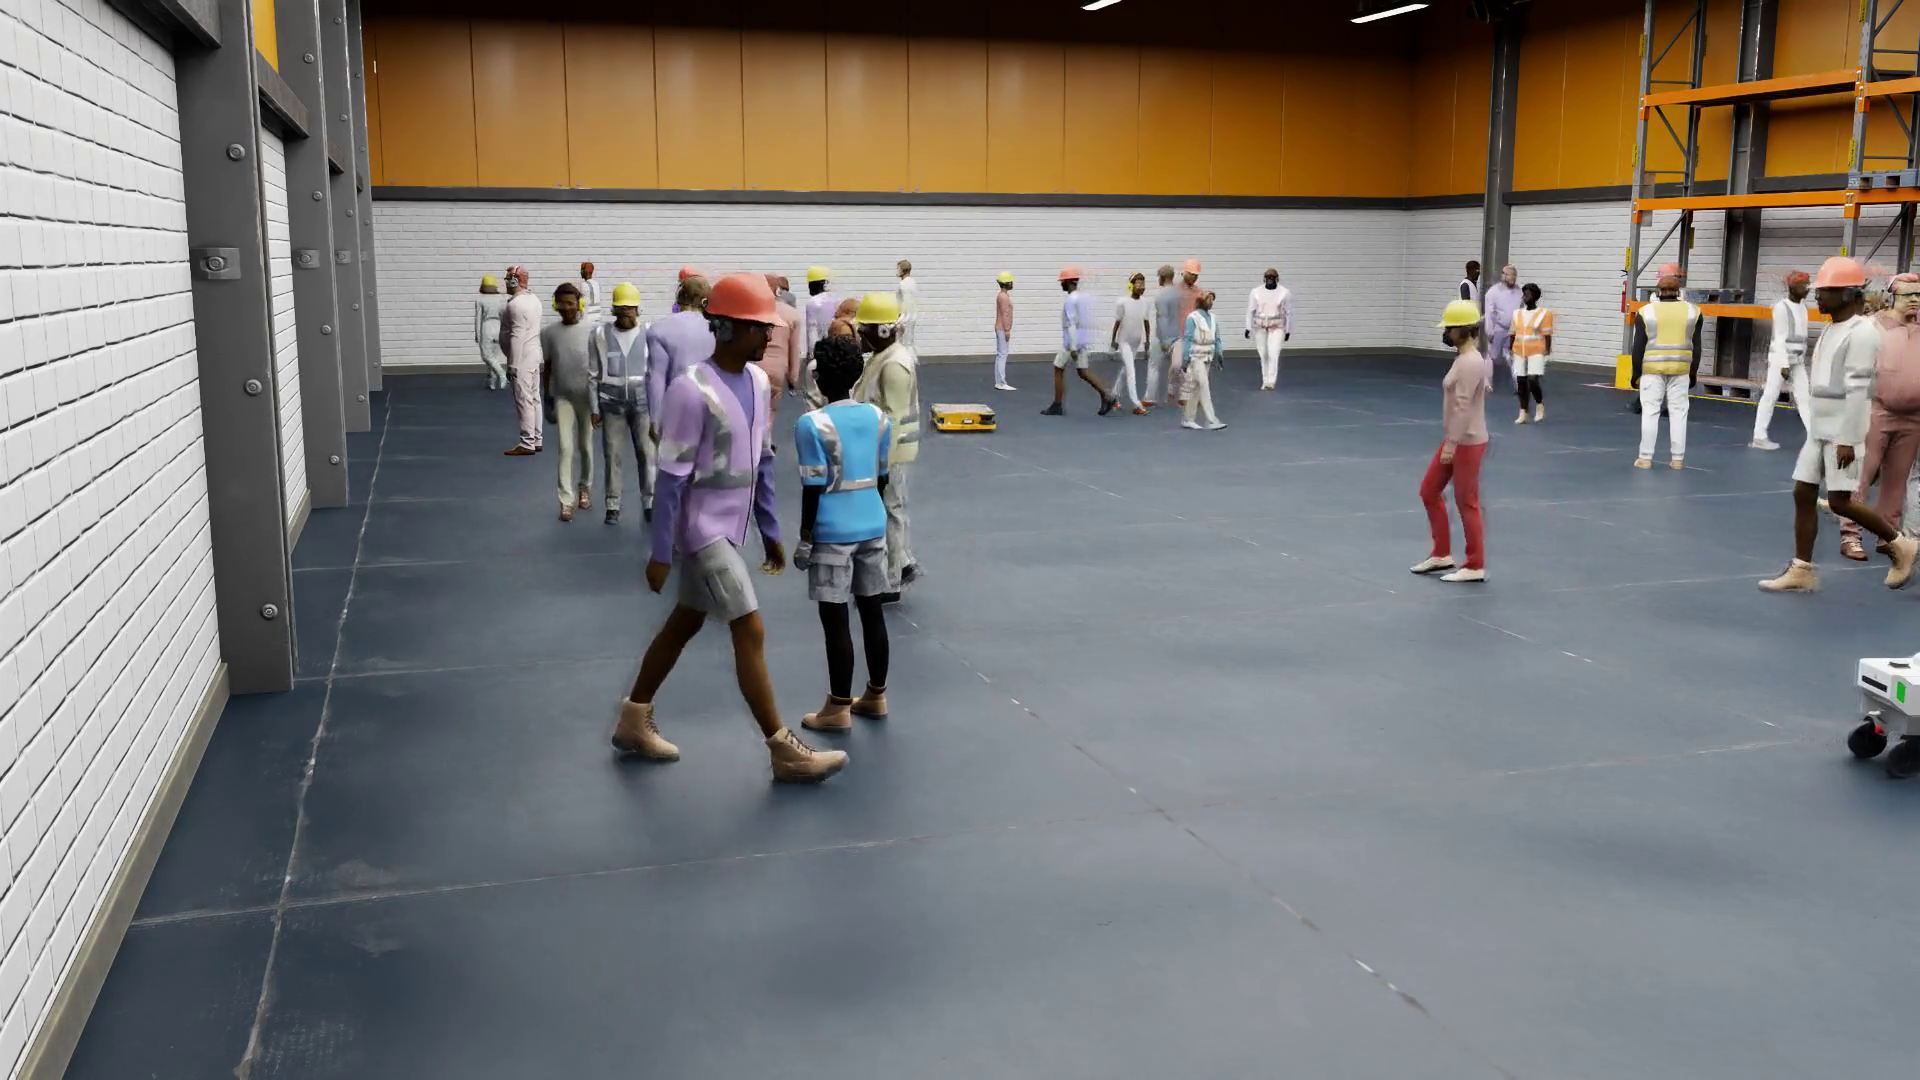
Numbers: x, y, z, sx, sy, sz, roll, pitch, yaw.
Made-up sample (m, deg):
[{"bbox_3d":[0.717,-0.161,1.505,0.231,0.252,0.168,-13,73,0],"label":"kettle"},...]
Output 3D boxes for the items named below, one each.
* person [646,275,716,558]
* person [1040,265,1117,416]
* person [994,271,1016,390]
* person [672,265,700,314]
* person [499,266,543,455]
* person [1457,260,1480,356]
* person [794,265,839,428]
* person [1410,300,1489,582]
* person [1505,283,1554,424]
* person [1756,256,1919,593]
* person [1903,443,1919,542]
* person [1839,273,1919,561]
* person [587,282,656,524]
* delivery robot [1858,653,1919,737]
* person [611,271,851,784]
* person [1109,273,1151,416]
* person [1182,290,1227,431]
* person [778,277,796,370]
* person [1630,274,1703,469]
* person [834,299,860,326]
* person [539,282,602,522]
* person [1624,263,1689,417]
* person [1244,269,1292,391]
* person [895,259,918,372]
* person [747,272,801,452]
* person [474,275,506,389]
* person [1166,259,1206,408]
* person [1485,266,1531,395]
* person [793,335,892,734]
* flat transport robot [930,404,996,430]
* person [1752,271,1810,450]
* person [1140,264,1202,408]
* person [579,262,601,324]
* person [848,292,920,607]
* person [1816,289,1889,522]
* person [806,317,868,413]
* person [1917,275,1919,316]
[{"bbox_3d":[-1.756,-0.792,11.004,0.654,1.889,0.605,-4,11,-24],"label":"person"},{"bbox_3d":[1.497,-2.482,20.796,0.913,1.898,0.532,6,11,29],"label":"person"},{"bbox_3d":[0.677,-3.116,24.818,0.316,1.769,0.526,-1,10,-6],"label":"person"},{"bbox_3d":[-2.880,-2.050,18.219,0.553,1.918,0.804,-8,12,-37],"label":"person"},{"bbox_3d":[-4.458,-1.812,16.861,0.407,1.910,0.638,1,10,3],"label":"person"},{"bbox_3d":[8.254,-3.576,27.047,0.393,1.917,0.589,5,11,25],"label":"person"},{"bbox_3d":[-1.556,-2.212,19.181,0.789,1.907,0.596,6,12,32],"label":"person"},{"bbox_3d":[3.027,-0.599,10.297,0.558,1.754,0.531,1,10,7],"label":"person"},{"bbox_3d":[6.754,-2.202,19.766,0.375,1.686,0.547,-9,13,-41],"label":"person"},{"bbox_3d":[5.263,-0.653,9.817,0.812,2.026,0.611,1,10,3],"label":"person"},{"bbox_3d":[6.569,-0.777,11.071,0.430,1.841,0.624,-3,10,-18],"label":"person"},{"bbox_3d":[6.210,-0.813,11.078,0.642,1.909,0.399,-1,10,-8],"label":"person"},{"bbox_3d":[-2.496,-1.020,12.530,0.598,1.825,0.404,-2,10,-9],"label":"person"},{"bbox_3d":[3.953,0.595,6.564,0.707,0.478,0.477,0,10,0],"label":"delivery robot"},{"bbox_3d":[-0.963,-0.042,6.451,1.072,1.983,0.606,3,10,17],"label":"person"},{"bbox_3d":[2.167,-2.507,21.238,0.540,1.801,1.050,-6,11,-30],"label":"person"},{"bbox_3d":[2.857,-2.046,19.051,0.782,1.602,0.545,9,14,43],"label":"person"},{"bbox_3d":[-3.094,-3.771,29.013,0.499,1.627,0.269,1,10,4],"label":"person"},{"bbox_3d":[6.670,-1.584,15.751,0.619,1.838,0.430,2,10,10],"label":"person"},{"bbox_3d":[-1.148,-1.480,15.769,0.593,1.608,0.522,0,10,-1],"label":"person"},{"bbox_3d":[-3.004,-1.093,12.979,0.510,1.825,0.957,-2,10,-11],"label":"person"},{"bbox_3d":[8.769,-2.508,20.874,0.567,1.901,0.881,-3,10,-15],"label":"person"},{"bbox_3d":[4.559,-3.109,24.694,0.642,1.798,0.910,4,11,23],"label":"person"},{"bbox_3d":[-0.838,-3.346,25.648,0.357,1.937,0.637,1,10,6],"label":"person"},{"bbox_3d":[-1.797,-1.530,15.343,0.708,1.867,0.726,-5,11,-25],"label":"person"},{"bbox_3d":[-6.974,-3.096,24.821,0.688,1.718,0.492,9,13,42],"label":"person"},{"bbox_3d":[2.937,-2.697,21.822,0.636,1.961,0.523,-2,10,-11],"label":"person"},{"bbox_3d":[7.882,-3.014,23.978,0.673,1.850,1.008,-2,10,-10],"label":"person"},{"bbox_3d":[-0.501,-0.022,7.105,0.321,1.696,0.536,8,13,39],"label":"person"},{"bbox_3d":[0.024,-1.450,19.497,0.652,0.197,1.431,-1,10,-5],"label":"flat transport robot"},{"bbox_3d":[8.595,-1.814,17.040,0.612,1.842,0.934,-7,12,-34],"label":"person"},{"bbox_3d":[2.778,-2.648,21.739,0.970,1.908,0.622,8,13,40],"label":"person"},{"bbox_3d":[-6.211,-3.704,27.890,0.356,1.883,0.574,2,10,11],"label":"person"},{"bbox_3d":[-0.446,-0.503,9.529,0.421,1.819,0.622,-2,10,-11],"label":"person"},{"bbox_3d":[6.855,-0.944,12.246,0.508,1.767,0.985,-8,13,-38],"label":"person"},{"bbox_3d":[-0.821,-0.729,11.450,0.507,1.617,0.606,-3,10,-16],"label":"person"},{"bbox_3d":[10.509,-2.003,18.186,0.588,1.824,0.571,-2,10,-10],"label":"person"}]
